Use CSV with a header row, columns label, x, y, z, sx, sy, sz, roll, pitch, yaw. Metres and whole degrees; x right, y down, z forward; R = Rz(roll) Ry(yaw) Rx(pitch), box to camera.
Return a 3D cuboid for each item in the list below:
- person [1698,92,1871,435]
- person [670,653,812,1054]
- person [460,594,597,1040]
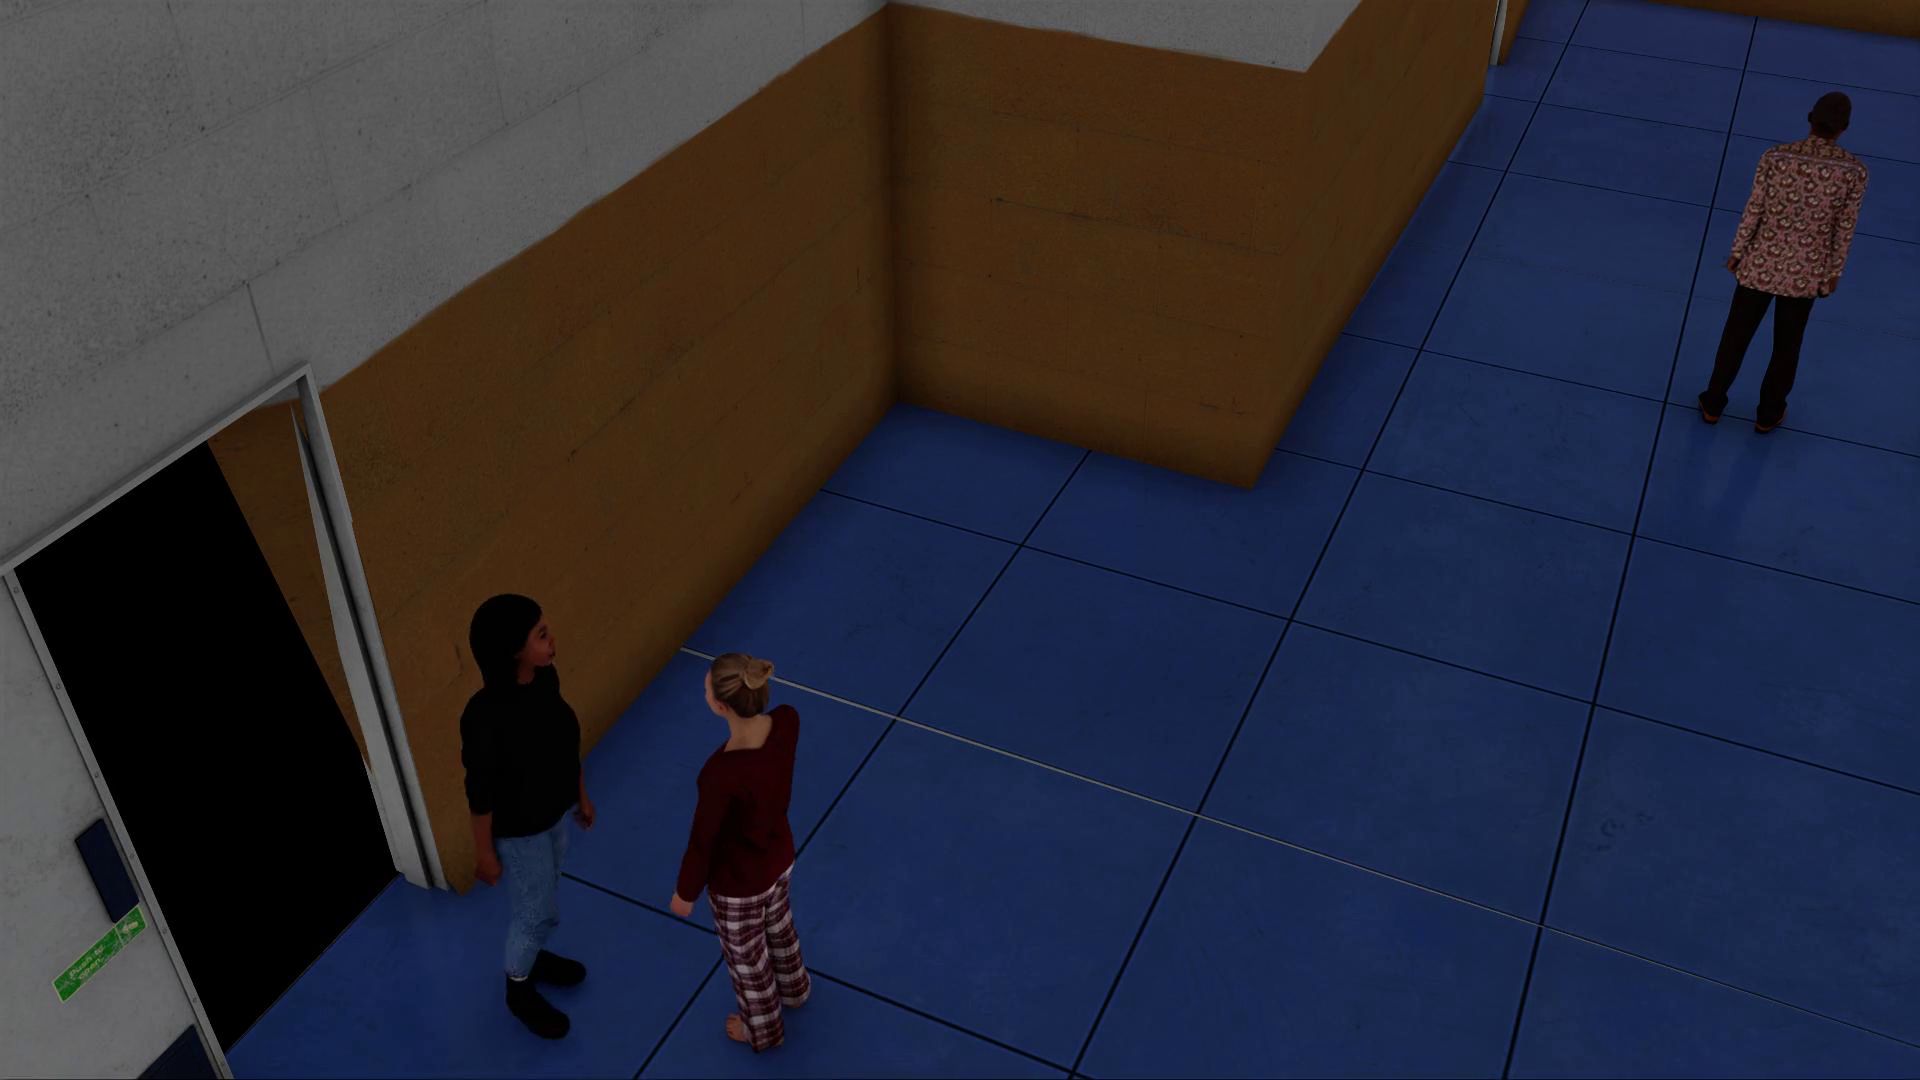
label,x,y,z,sx,sy,sz,roll,pitch,yaw
person,4.154,-1.377,8.385,0.530,1.808,0.747,18,40,22
person,-0.654,1.026,5.275,0.537,1.699,0.627,17,40,21
person,-1.450,0.921,5.442,0.613,1.666,0.656,22,42,26
